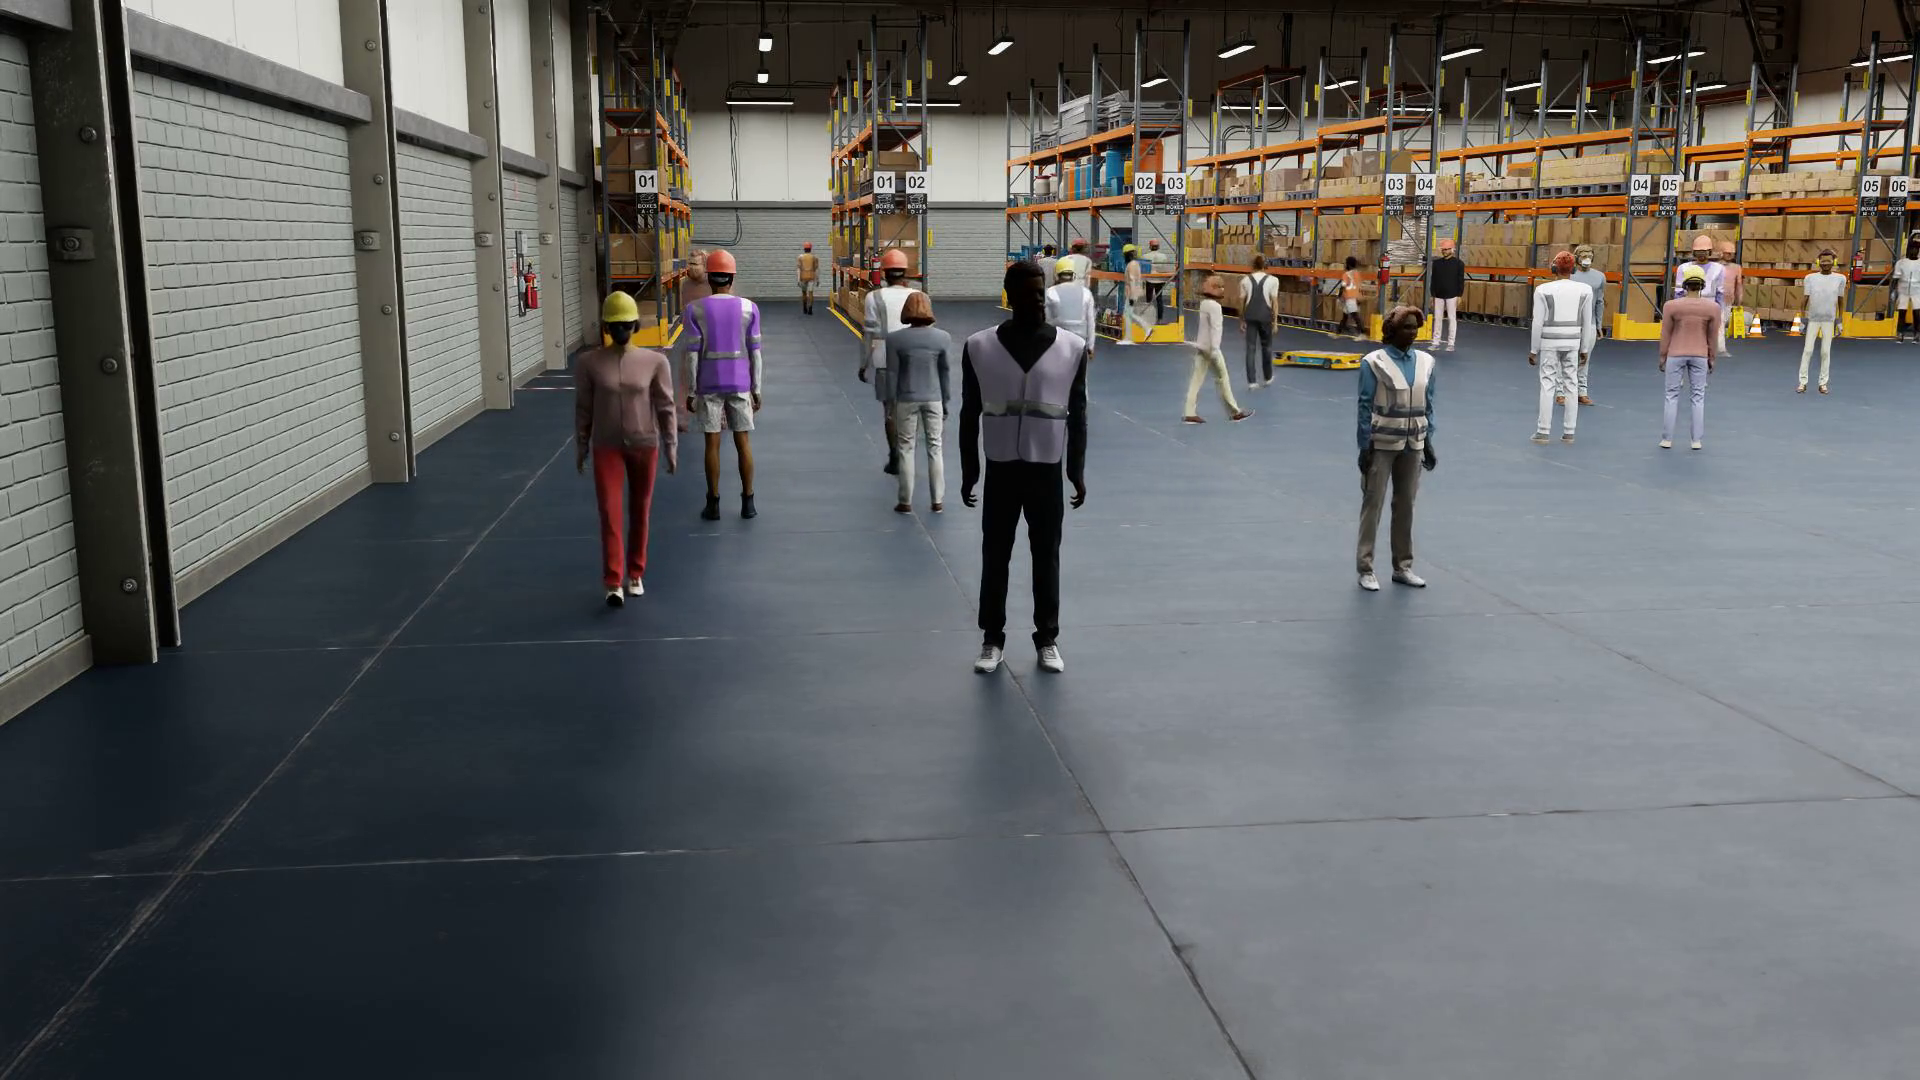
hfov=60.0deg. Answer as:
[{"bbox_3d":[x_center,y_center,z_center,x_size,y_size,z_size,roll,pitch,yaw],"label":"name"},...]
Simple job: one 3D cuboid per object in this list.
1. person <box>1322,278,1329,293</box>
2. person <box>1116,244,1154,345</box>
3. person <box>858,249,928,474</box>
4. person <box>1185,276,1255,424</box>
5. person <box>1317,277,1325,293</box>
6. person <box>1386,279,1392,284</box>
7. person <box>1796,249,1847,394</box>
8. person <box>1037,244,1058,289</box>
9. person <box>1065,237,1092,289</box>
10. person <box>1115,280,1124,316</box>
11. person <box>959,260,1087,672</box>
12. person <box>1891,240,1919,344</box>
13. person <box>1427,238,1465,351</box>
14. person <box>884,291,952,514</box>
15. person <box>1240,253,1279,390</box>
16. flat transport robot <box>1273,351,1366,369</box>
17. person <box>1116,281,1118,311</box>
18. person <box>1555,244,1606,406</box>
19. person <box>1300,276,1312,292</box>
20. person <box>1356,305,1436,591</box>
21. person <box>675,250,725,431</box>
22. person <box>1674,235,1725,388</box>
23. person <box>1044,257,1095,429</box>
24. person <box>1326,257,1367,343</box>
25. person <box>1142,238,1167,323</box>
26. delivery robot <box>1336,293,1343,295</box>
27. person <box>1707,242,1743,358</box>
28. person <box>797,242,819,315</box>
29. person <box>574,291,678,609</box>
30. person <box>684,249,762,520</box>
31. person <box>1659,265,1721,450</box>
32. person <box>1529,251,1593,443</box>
[{"bbox_3d":[11.070,-8.129,50.510,0.669,1.911,0.554,7,13,35],"label":"person"},{"bbox_3d":[3.299,-4.624,31.343,0.601,1.892,0.636,3,11,15],"label":"person"},{"bbox_3d":[-0.583,-1.533,14.354,0.565,1.915,0.624,-4,11,-20],"label":"person"},{"bbox_3d":[2.815,-2.055,18.048,0.801,1.592,0.523,-3,11,-14],"label":"person"},{"bbox_3d":[9.372,-6.916,43.805,0.543,1.933,0.364,-2,11,-12],"label":"person"},{"bbox_3d":[12.274,-7.644,48.010,0.510,1.860,0.334,-5,11,-24],"label":"person"},{"bbox_3d":[11.184,-2.831,21.579,0.515,1.872,0.333,5,11,24],"label":"person"},{"bbox_3d":[1.905,-5.469,36.046,0.532,1.868,0.310,-2,11,-12],"label":"person"},{"bbox_3d":[2.232,-4.827,32.121,0.646,2.014,0.487,-5,11,-24],"label":"person"},{"bbox_3d":[4.217,-6.629,42.468,0.565,1.846,0.390,3,11,15],"label":"person"},{"bbox_3d":[0.295,-0.338,7.774,0.597,1.920,0.379,0,10,0],"label":"person"},{"bbox_3d":[18.065,-4.704,31.612,0.619,1.954,0.399,8,13,36],"label":"person"},{"bbox_3d":[8.639,-4.348,29.555,0.612,1.995,0.393,9,14,41],"label":"person"},{"bbox_3d":[-0.304,-1.002,12.210,0.498,1.632,0.280,-2,11,-11],"label":"person"},{"bbox_3d":[4.020,-2.921,22.250,0.542,1.801,0.924,4,11,21],"label":"person"},{"bbox_3d":[5.642,-2.814,25.876,0.652,0.197,1.431,-9,14,-40],"label":"flat transport robot"},{"bbox_3d":[4.387,-6.939,44.302,0.625,1.807,0.924,3,11,17],"label":"person"},{"bbox_3d":[7.446,-2.578,20.009,0.631,1.940,0.372,-1,10,-8],"label":"person"},{"bbox_3d":[8.713,-6.525,41.778,0.595,1.897,0.852,-1,10,-7],"label":"person"},{"bbox_3d":[2.502,-0.527,9.593,0.541,1.637,0.312,-4,11,-22],"label":"person"},{"bbox_3d":[-2.742,-2.039,17.185,0.678,1.881,0.767,7,13,35],"label":"person"},{"bbox_3d":[9.914,-3.056,22.339,0.613,2.041,0.393,3,11,17],"label":"person"},{"bbox_3d":[1.121,-2.085,17.660,0.608,1.812,0.497,-4,11,-20],"label":"person"},{"bbox_3d":[7.509,-4.638,32.120,0.906,1.632,0.628,9,14,41],"label":"person"},{"bbox_3d":[4.565,-6.090,39.110,0.622,1.990,0.402,-2,10,-9],"label":"person"},{"bbox_3d":[10.762,-6.781,46.583,0.477,0.478,0.707,-1,10,-8],"label":"delivery robot"},{"bbox_3d":[12.938,-4.093,28.293,0.625,1.956,1.007,-1,10,-5],"label":"person"},{"bbox_3d":[-3.984,-6.862,43.656,0.568,1.889,1.006,-1,10,-5],"label":"person"},{"bbox_3d":[-1.821,-0.486,9.103,0.551,1.717,0.882,-2,11,-13],"label":"person"},{"bbox_3d":[-1.706,-1.111,11.969,0.551,1.935,0.375,-3,11,-16],"label":"person"},{"bbox_3d":[6.976,-1.746,15.945,0.518,1.756,0.346,3,11,15],"label":"person"},{"bbox_3d":[5.899,-1.885,16.362,0.584,1.882,0.349,0,10,1],"label":"person"}]
